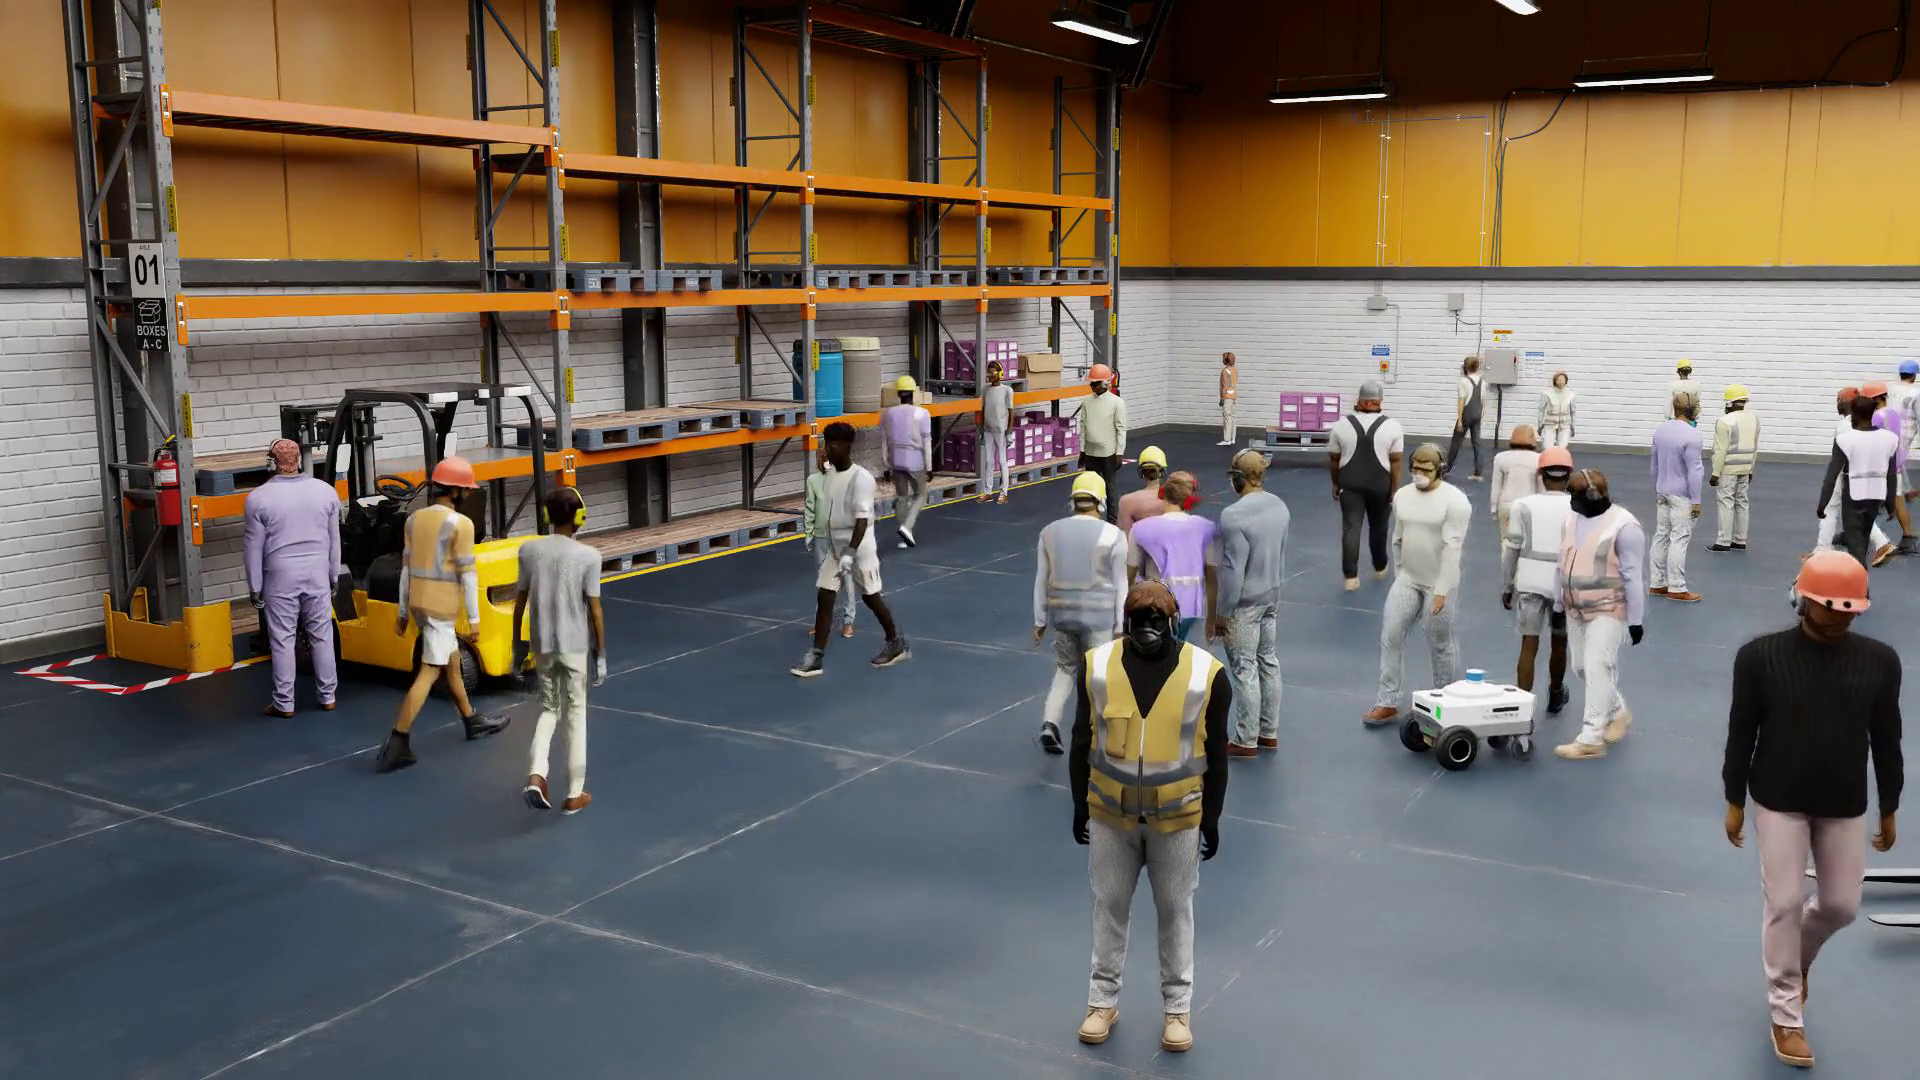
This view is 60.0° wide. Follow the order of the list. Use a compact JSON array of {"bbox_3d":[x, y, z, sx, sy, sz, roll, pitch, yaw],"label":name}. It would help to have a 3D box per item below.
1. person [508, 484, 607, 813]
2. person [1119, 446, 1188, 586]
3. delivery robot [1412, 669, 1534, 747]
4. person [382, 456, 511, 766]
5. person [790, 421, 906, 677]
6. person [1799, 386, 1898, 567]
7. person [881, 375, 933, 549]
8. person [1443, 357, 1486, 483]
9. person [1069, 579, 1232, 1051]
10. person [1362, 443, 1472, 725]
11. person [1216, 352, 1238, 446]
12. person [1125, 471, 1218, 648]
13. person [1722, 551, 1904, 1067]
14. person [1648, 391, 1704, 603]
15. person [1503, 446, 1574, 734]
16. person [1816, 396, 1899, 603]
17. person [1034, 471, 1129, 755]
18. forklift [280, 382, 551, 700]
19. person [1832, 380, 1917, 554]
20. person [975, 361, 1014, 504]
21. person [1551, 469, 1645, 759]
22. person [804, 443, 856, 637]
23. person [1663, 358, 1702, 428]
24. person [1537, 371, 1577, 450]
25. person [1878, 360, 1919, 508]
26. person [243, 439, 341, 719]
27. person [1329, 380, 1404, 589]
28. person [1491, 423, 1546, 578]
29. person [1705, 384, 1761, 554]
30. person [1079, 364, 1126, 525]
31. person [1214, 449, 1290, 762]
[{"bbox_3d":[-2.242,0.625,9.210,0.577,1.842,0.522,1,9,7],"label":"person"},{"bbox_3d":[1.400,0.199,12.107,0.523,1.762,0.329,-1,9,-5],"label":"person"},{"bbox_3d":[3.176,1.044,10.292,0.707,0.478,0.477,-2,9,-15],"label":"delivery robot"},{"bbox_3d":[-3.275,0.428,10.339,0.593,1.880,1.015,7,11,36],"label":"person"},{"bbox_3d":[-0.811,0.059,12.515,0.989,1.924,0.612,-8,12,-42],"label":"person"},{"bbox_3d":[9.182,-0.637,17.045,0.580,1.865,0.801,-6,11,-35],"label":"person"},{"bbox_3d":[-0.584,-0.833,18.081,0.605,1.908,0.458,4,10,22],"label":"person"},{"bbox_3d":[7.356,-1.759,24.203,0.541,1.795,0.954,-4,10,-22],"label":"person"},{"bbox_3d":[0.727,1.062,6.473,0.625,1.844,0.429,2,9,13],"label":"person"},{"bbox_3d":[2.992,0.319,10.938,0.802,1.901,0.620,-7,12,-38],"label":"person"},{"bbox_3d":[4.699,-2.471,29.136,0.309,1.645,0.515,5,11,30],"label":"person"},{"bbox_3d":[1.249,0.469,10.300,0.550,1.795,0.798,-5,10,-29],"label":"person"},{"bbox_3d":[3.304,0.993,6.493,0.638,1.972,0.674,2,9,12],"label":"person"},{"bbox_3d":[6.597,-0.399,15.280,0.357,1.938,0.637,-2,9,-11],"label":"person"},{"bbox_3d":[3.931,0.306,11.109,0.589,1.858,1.025,4,10,25],"label":"person"},{"bbox_3d":[8.174,-0.377,15.276,0.622,1.891,0.789,-1,9,-7],"label":"person"},{"bbox_3d":[0.744,0.482,10.243,0.599,1.803,0.562,5,10,27],"label":"person"},{"bbox_3d":[-3.974,-0.067,12.417,2.313,2.155,1.214,5,11,30],"label":"forklift"},{"bbox_3d":[9.923,-0.785,17.942,0.557,1.863,0.994,-6,11,-32],"label":"person"},{"bbox_3d":[0.463,-1.405,21.772,0.520,1.874,0.332,6,11,34],"label":"person"},{"bbox_3d":[4.050,0.446,10.473,0.738,1.802,0.684,-4,10,-21],"label":"person"},{"bbox_3d":[-1.050,-0.008,13.794,0.508,1.631,0.264,2,9,14],"label":"person"},{"bbox_3d":[10.635,-1.794,24.530,0.525,1.769,0.315,0,9,0],"label":"person"},{"bbox_3d":[8.519,-1.600,23.724,0.536,1.623,0.388,1,9,6],"label":"person"},{"bbox_3d":[12.180,-1.360,21.385,1.019,1.894,0.625,-3,10,-19],"label":"person"},{"bbox_3d":[-4.539,0.258,11.319,0.644,1.900,0.399,-8,12,-39],"label":"person"},{"bbox_3d":[3.921,-0.574,16.059,0.701,2.000,1.005,4,10,21],"label":"person"},{"bbox_3d":[5.209,-0.279,15.541,0.511,1.621,0.504,4,10,23],"label":"person"},{"bbox_3d":[8.296,-0.763,17.887,0.601,1.830,0.403,-4,10,-25],"label":"person"},{"bbox_3d":[1.596,-1.005,18.909,0.610,1.989,0.391,8,12,42],"label":"person"},{"bbox_3d":[1.795,0.402,10.291,0.351,1.936,0.634,8,12,41],"label":"person"}]
